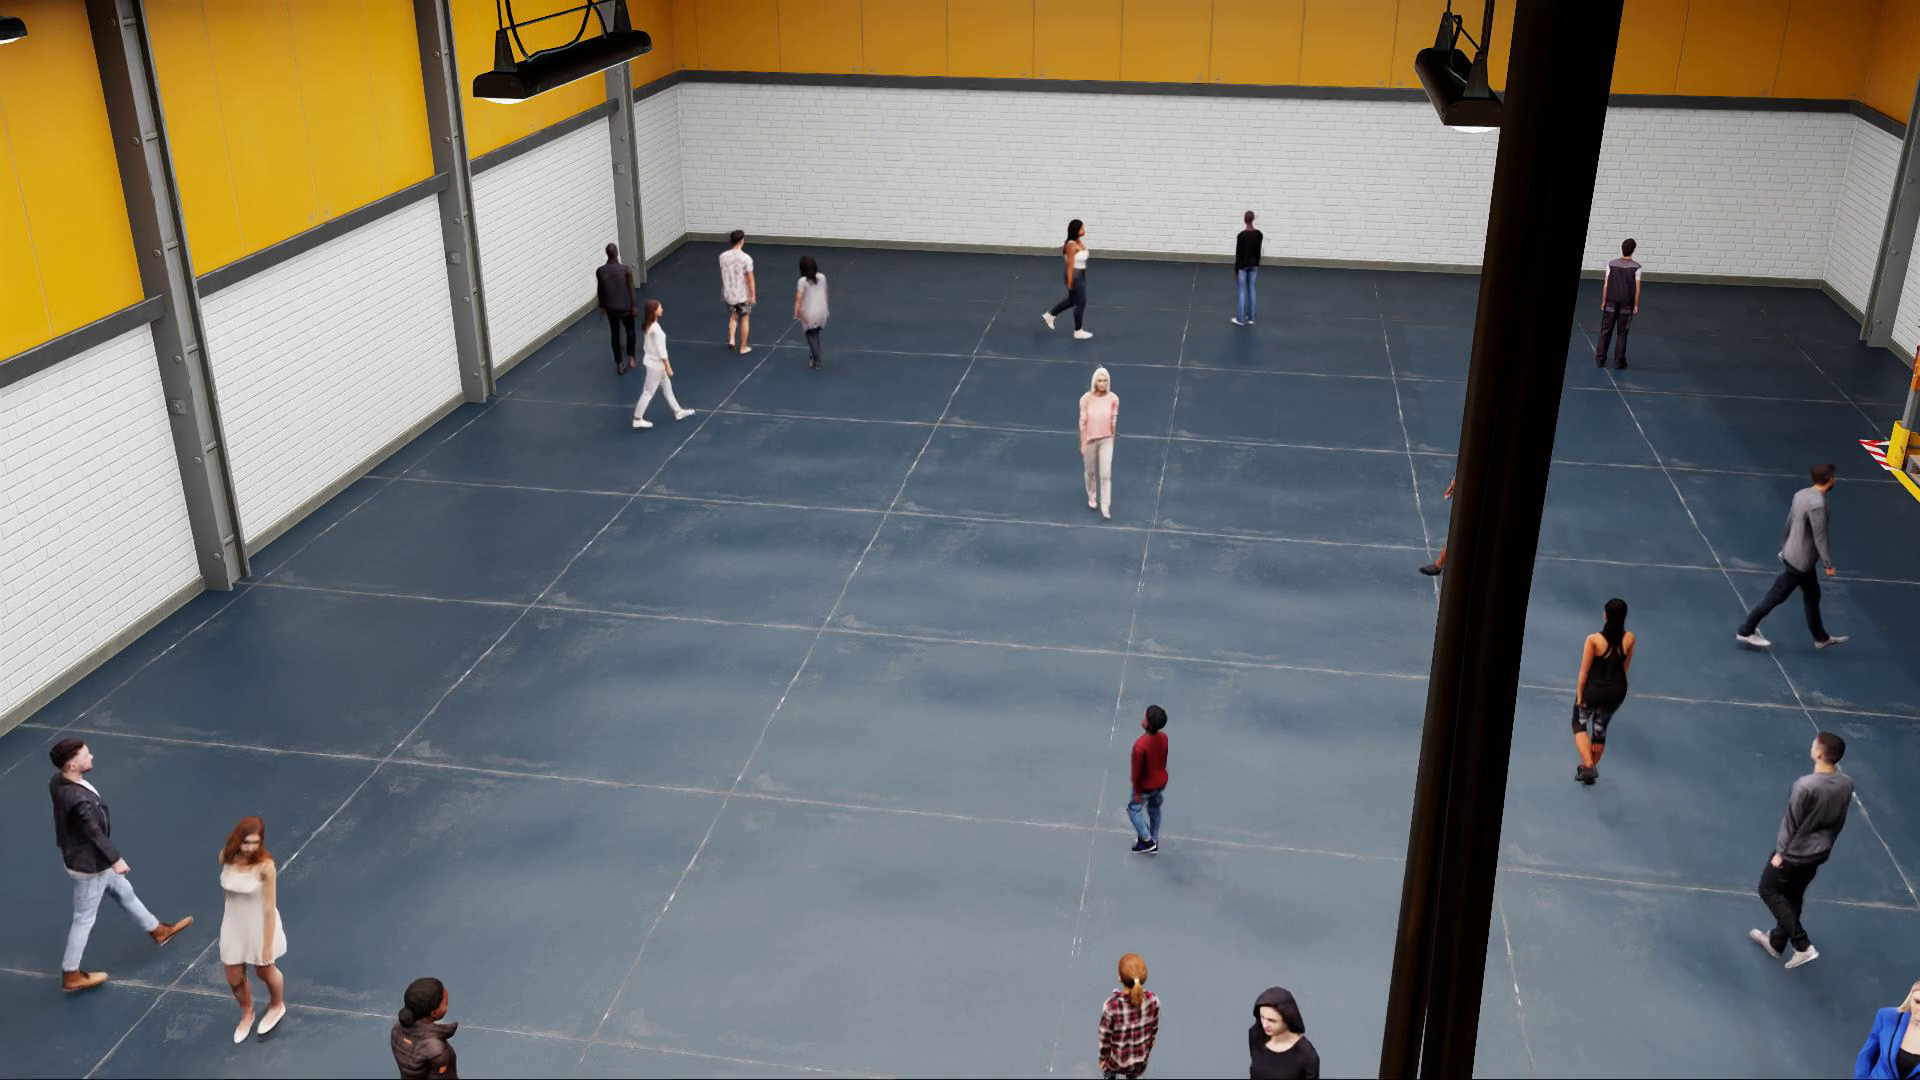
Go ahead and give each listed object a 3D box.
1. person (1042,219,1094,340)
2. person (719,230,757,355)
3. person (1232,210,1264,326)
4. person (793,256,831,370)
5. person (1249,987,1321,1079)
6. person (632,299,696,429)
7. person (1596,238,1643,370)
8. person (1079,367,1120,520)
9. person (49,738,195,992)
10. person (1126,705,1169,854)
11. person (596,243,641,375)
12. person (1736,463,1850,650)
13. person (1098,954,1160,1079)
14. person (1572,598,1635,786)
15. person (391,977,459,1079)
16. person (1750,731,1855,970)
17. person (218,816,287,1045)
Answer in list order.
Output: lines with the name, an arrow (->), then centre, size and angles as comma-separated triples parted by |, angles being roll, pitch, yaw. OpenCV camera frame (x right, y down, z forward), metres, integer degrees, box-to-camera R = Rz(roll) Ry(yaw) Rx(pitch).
person -> 1.616, -3.891, 24.795 | 0.713, 1.790, 0.956 | 6, 24, 13
person -> -3.244, -3.543, 23.987 | 0.727, 1.800, 0.721 | 7, 25, 16
person -> 4.411, -4.178, 25.505 | 0.684, 1.748, 0.697 | -8, 25, -18
person -> -2.027, -3.201, 23.464 | 0.839, 1.592, 0.899 | -19, 30, -37
person -> 1.740, 3.098, 8.829 | 0.936, 1.772, 1.112 | 19, 30, 37
person -> -3.942, -2.195, 21.098 | 1.064, 1.644, 1.108 | -10, 26, -22
person -> 9.305, -3.337, 23.455 | 0.724, 1.849, 0.701 | 14, 27, 29
person -> 1.511, -1.121, 18.589 | 0.764, 1.686, 1.097 | -1, 24, -3
person -> -5.816, 2.164, 10.933 | 1.217, 1.799, 1.110 | -19, 30, -36
person -> 1.452, 1.822, 12.406 | 0.586, 1.246, 0.655 | -19, 30, -36
person -> -4.789, -3.206, 23.187 | 0.761, 1.824, 0.776 | 2, 24, 5
person -> 7.690, 0.200, 15.416 | 0.865, 1.807, 1.183 | 7, 25, 15
person -> 0.993, 3.004, 9.639 | 0.621, 1.296, 0.635 | -6, 24, -13
person -> 5.135, 1.241, 13.226 | 0.657, 1.653, 0.720 | -1, 24, -3
person -> -2.853, 3.083, 9.005 | 0.738, 1.659, 0.680 | 5, 24, 12
person -> 5.675, 2.114, 11.104 | 0.833, 1.753, 0.947 | -8, 25, -17
person -> -4.459, 2.419, 10.520 | 0.628, 1.663, 0.606 | 10, 25, 21
